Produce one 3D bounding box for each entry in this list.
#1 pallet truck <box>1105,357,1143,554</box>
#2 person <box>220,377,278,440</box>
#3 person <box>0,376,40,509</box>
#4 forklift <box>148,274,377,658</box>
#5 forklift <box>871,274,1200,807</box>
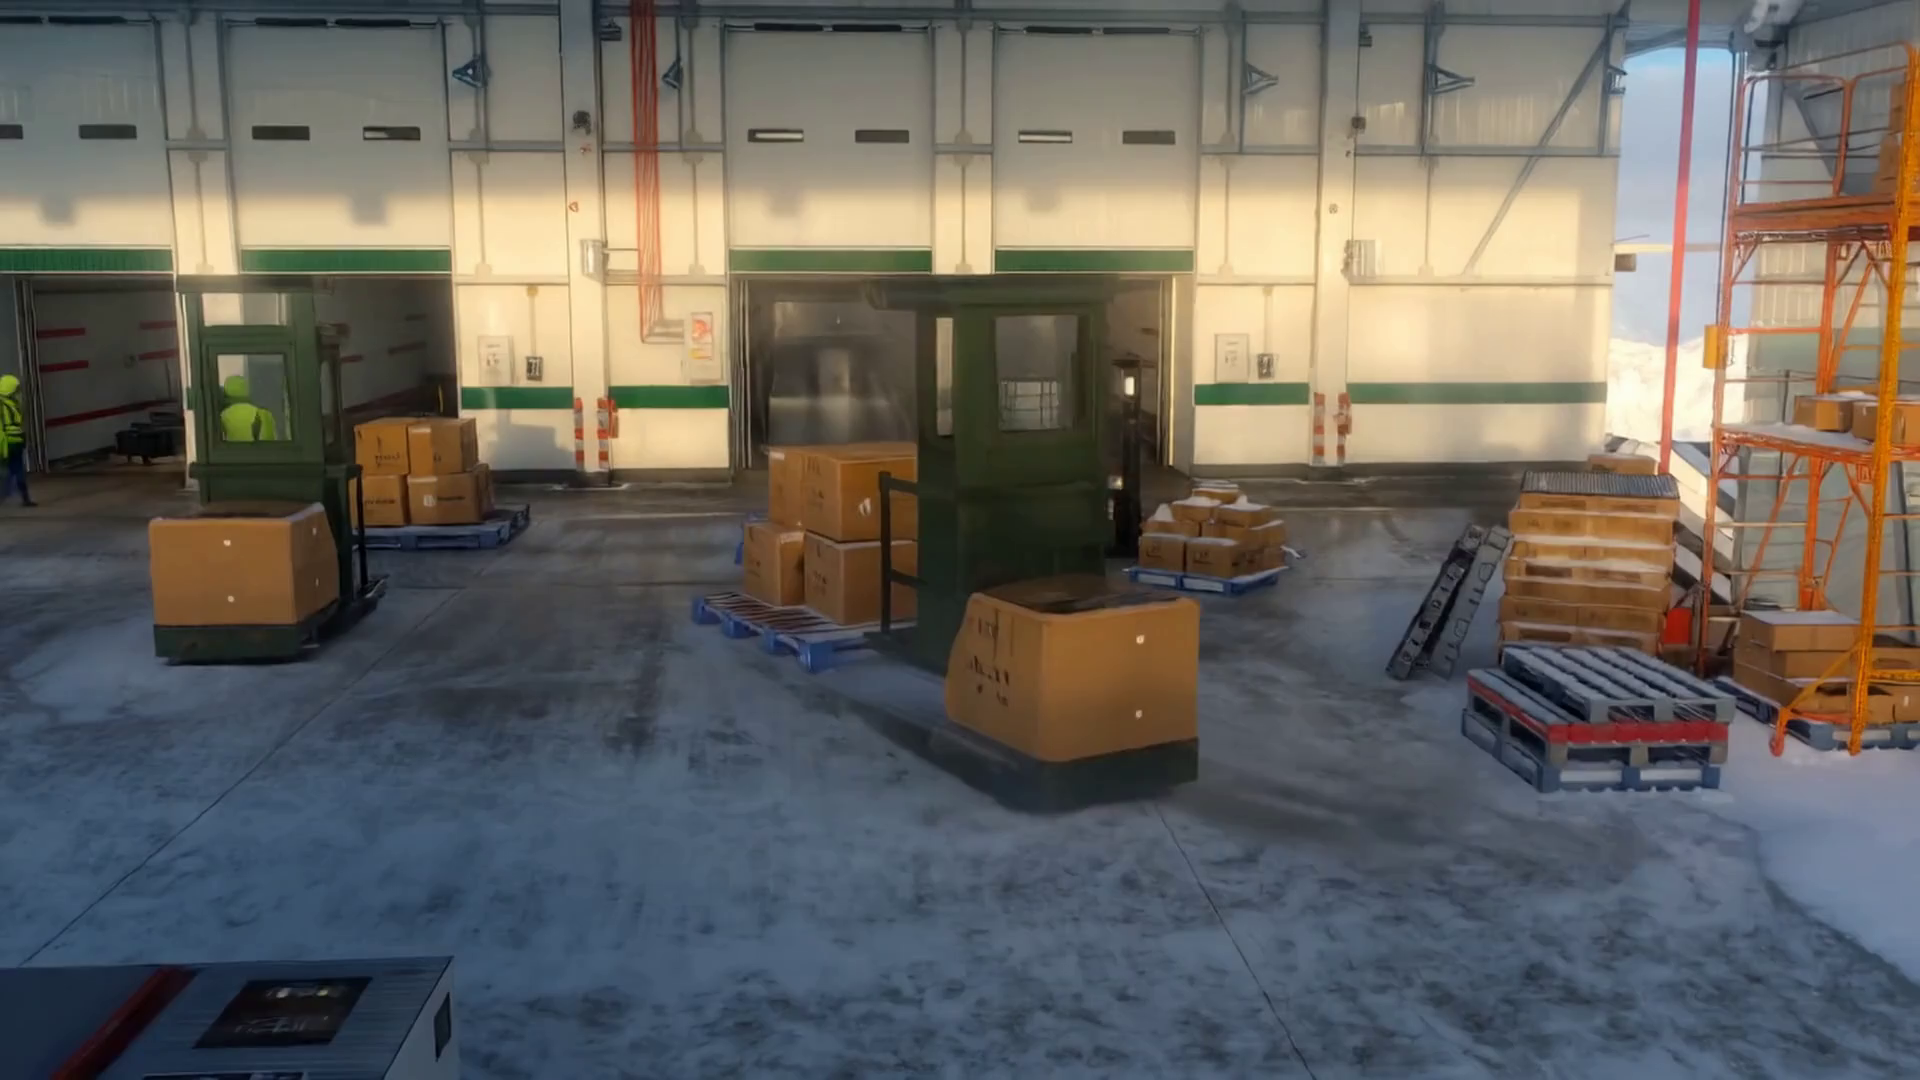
[{"bbox_3d":[2.088,-0.836,16.757,1.885,1.965,0.823,2,9,13],"label":"pallet truck"},{"bbox_3d":[-6.761,-0.643,16.005,0.784,1.854,0.388,-1,9,-7],"label":"person"},{"bbox_3d":[-11.500,-1.176,20.075,0.605,1.620,0.527,-2,9,-11],"label":"person"},{"bbox_3d":[-5.348,-0.627,12.681,1.129,2.768,1.873,-1,9,-4],"label":"forklift"},{"bbox_3d":[0.418,-0.104,9.402,1.129,2.768,1.873,-5,11,-30],"label":"forklift"}]
